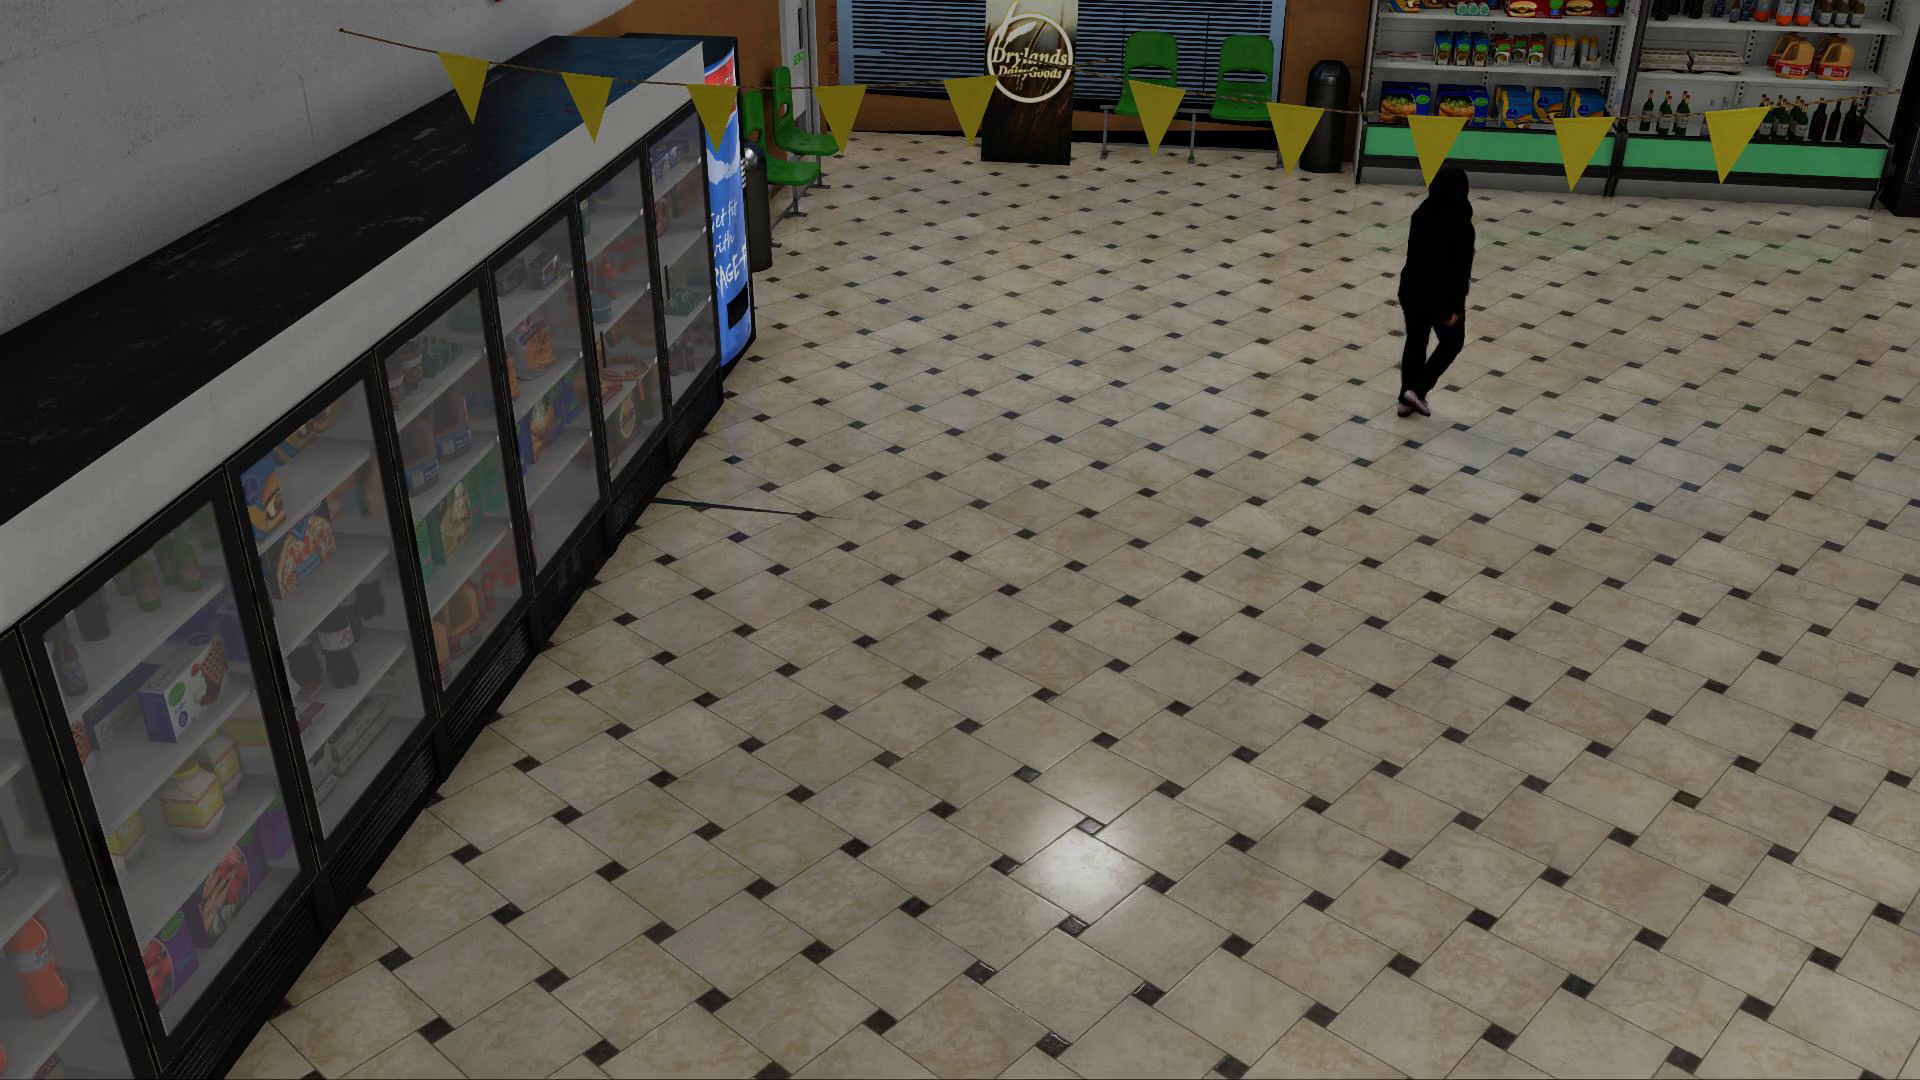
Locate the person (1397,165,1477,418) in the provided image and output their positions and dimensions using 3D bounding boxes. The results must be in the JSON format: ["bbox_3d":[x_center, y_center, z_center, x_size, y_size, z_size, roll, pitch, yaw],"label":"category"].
[{"bbox_3d":[2.844,-1.466,10.184,0.886,1.601,0.827,-24,36,-36],"label":"person"}]
